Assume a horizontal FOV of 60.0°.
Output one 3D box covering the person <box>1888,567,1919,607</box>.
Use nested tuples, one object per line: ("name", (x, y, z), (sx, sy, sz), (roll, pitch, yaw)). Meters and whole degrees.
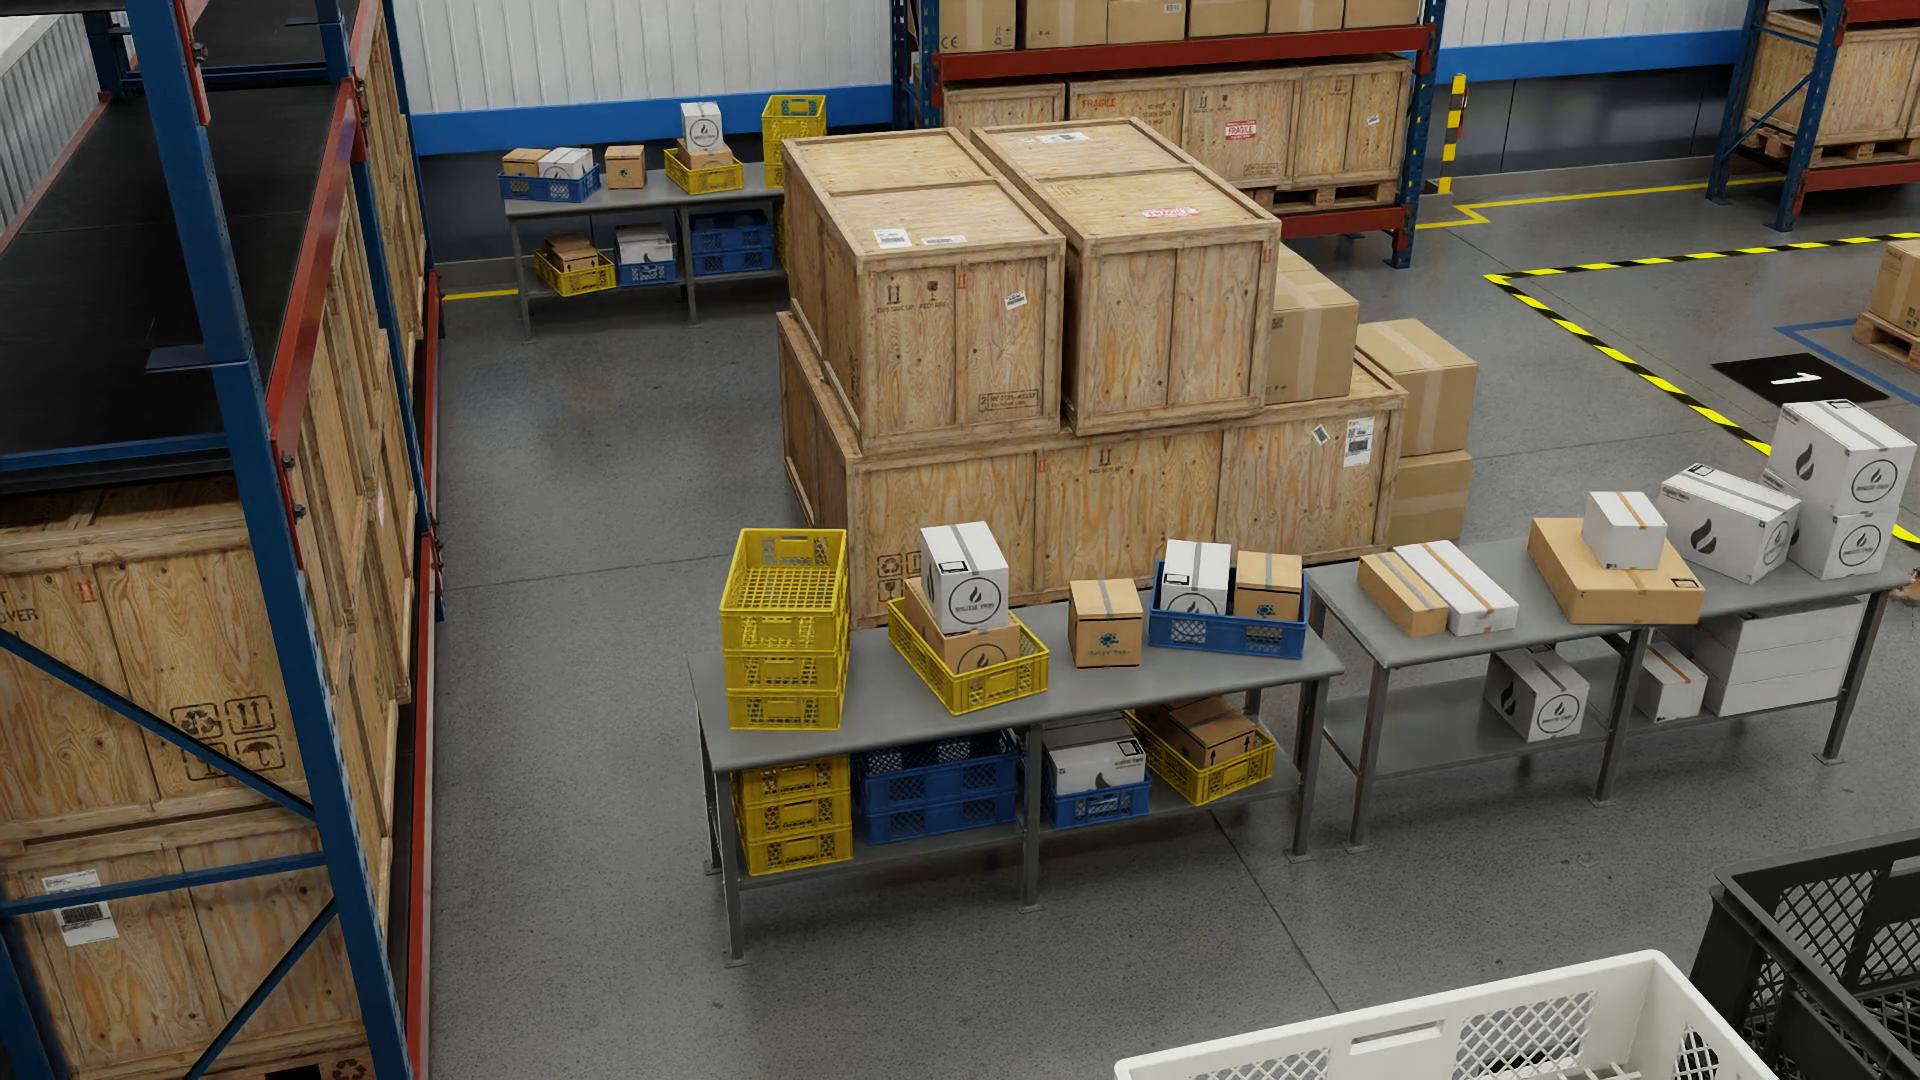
("person", (5.342, -0.536, 8.325), (1.120, 1.970, 0.637), (0, 29, 0))
